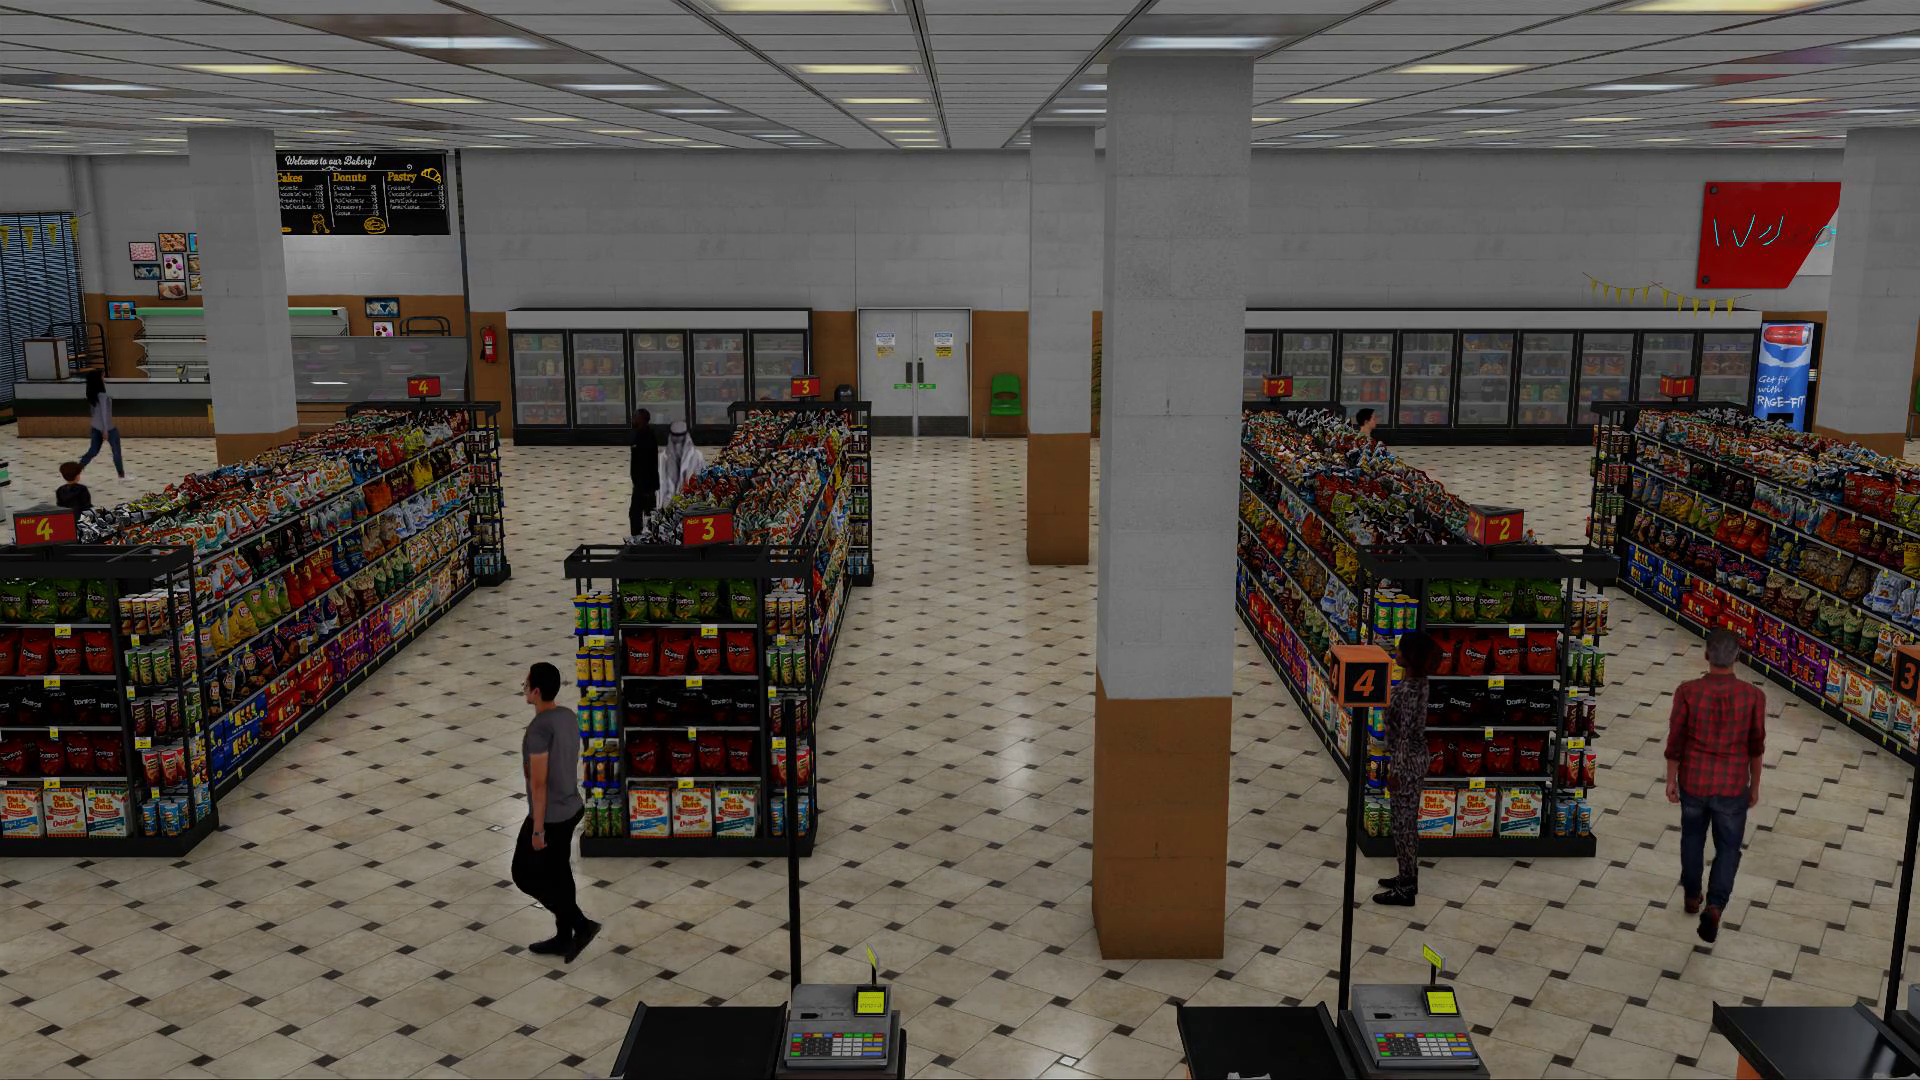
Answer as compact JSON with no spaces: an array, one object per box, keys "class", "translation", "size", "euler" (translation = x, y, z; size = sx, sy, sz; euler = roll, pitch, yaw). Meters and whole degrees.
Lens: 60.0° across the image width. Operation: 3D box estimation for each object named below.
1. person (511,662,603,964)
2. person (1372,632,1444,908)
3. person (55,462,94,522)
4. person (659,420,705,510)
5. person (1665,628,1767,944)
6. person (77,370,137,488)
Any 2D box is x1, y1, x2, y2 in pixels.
[{"class":"person","translation":[-2.211,1.545,9.327],"size":[0.750,1.743,0.697],"euler":[1,12,7]},{"class":"person","translation":[2.733,1.385,10.159],"size":[0.720,1.714,0.621],"euler":[5,13,23]},{"class":"person","translation":[-9.571,-0.135,18.028],"size":[0.532,1.445,0.491],"euler":[0,12,1]},{"class":"person","translation":[-2.935,-0.306,17.733],"size":[0.697,1.901,1.184],"euler":[1,12,3]},{"class":"person","translation":[4.397,1.438,9.692],"size":[1.040,1.803,1.250],"euler":[6,13,27]},{"class":"person","translation":[-12.690,-1.607,24.394],"size":[1.064,1.703,1.215],"euler":[9,15,35]}]
